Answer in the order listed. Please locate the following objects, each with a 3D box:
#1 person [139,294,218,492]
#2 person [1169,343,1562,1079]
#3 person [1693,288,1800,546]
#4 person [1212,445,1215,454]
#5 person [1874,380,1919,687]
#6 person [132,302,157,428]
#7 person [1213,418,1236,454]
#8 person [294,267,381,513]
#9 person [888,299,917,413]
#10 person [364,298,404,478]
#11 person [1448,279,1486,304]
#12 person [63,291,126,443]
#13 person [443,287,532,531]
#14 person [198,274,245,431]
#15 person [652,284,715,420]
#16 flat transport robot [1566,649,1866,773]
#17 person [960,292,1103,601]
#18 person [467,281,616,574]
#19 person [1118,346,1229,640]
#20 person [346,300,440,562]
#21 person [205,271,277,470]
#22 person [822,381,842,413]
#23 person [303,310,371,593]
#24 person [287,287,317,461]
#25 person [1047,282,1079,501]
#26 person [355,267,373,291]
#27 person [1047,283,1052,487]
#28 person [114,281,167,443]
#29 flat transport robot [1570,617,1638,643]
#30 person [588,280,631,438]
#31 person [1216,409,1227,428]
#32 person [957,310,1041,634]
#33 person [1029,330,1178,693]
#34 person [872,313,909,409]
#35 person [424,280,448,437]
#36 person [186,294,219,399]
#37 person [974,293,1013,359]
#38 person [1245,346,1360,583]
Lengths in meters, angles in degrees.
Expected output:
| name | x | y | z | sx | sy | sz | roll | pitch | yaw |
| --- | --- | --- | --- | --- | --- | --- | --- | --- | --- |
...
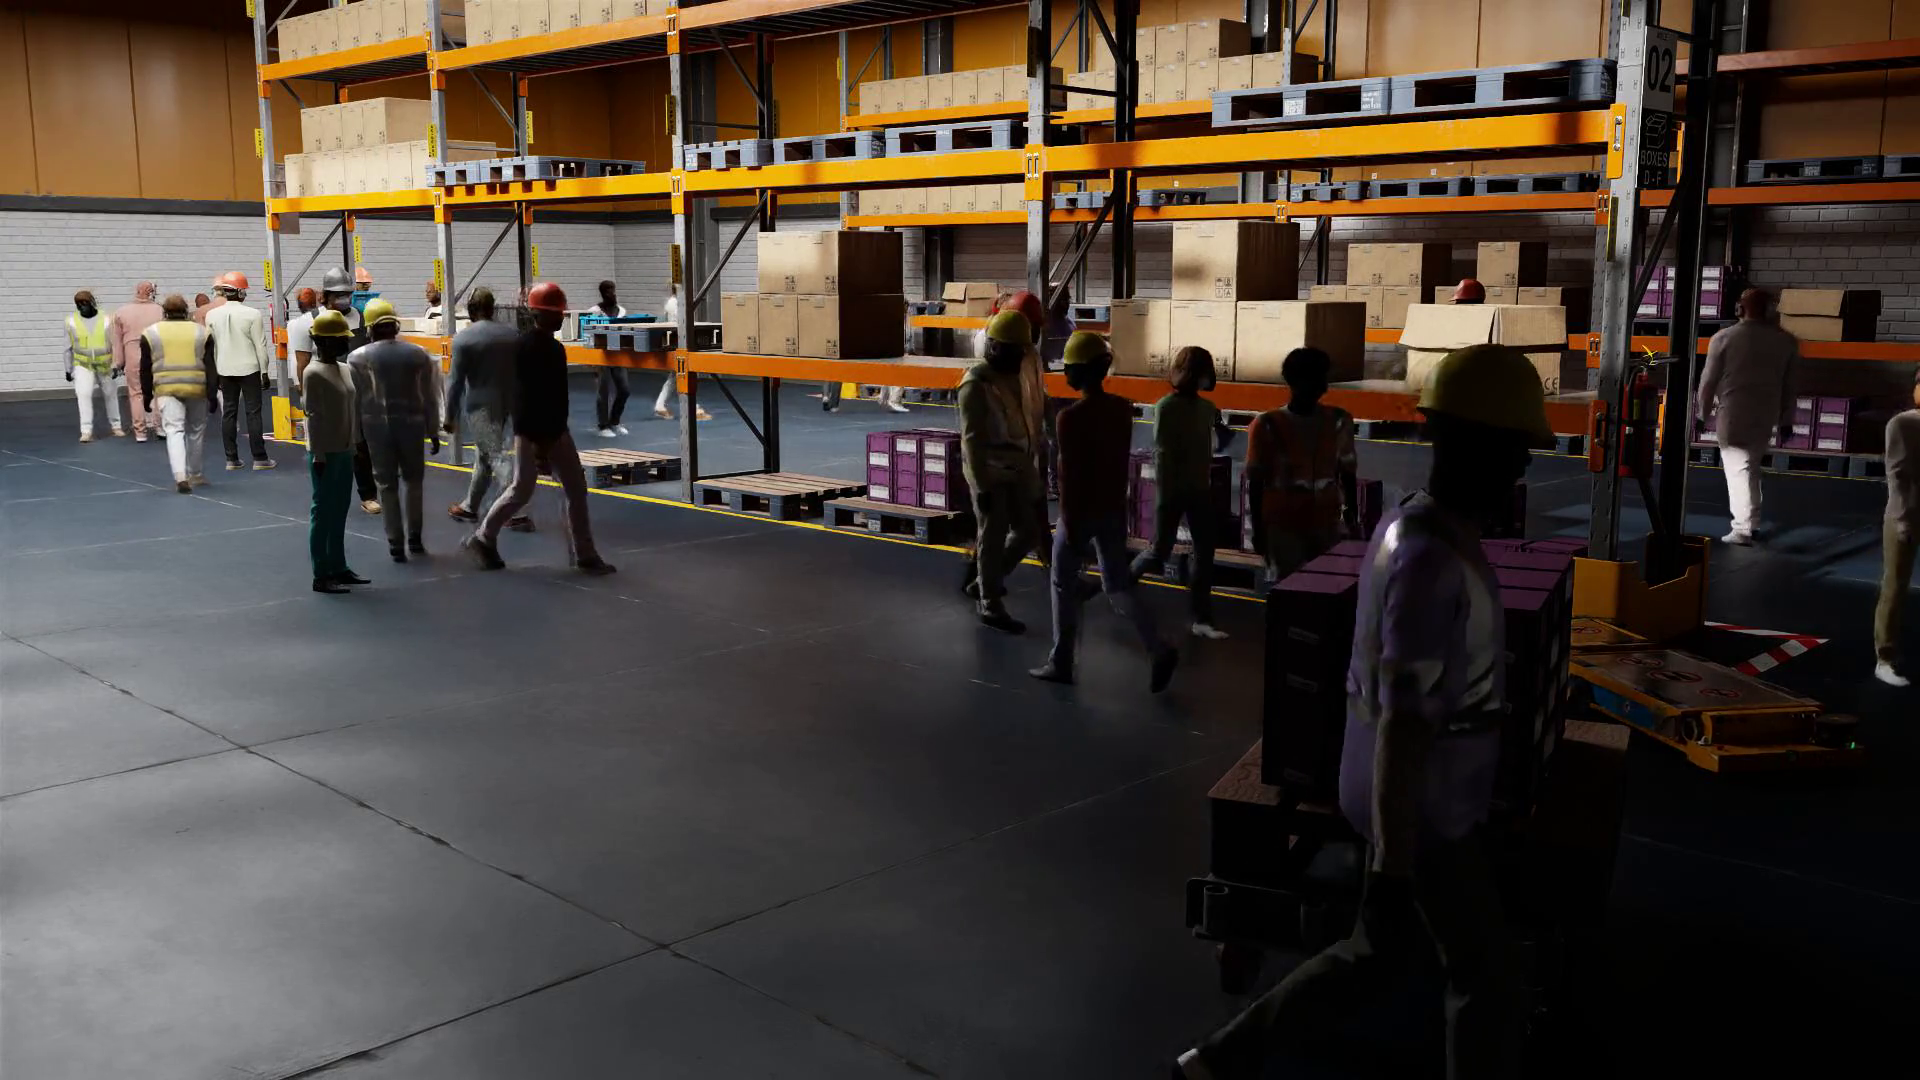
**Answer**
| name | x | y | z | sx | sy | sz | roll | pitch | yaw |
| --- | --- | --- | --- | --- | --- | --- | --- | --- | --- |
| person | -7.143 | -1.346 | 15.232 | 0.645 | 1.802 | 0.911 | -5 | 10 | -27 |
| person | 0.904 | 0.527 | 3.495 | 0.874 | 1.884 | 0.604 | 3 | 10 | 16 |
| person | 5.760 | -0.904 | 12.261 | 0.639 | 1.883 | 0.601 | -1 | 9 | -5 |
| person | 2.230 | -1.440 | 15.554 | 0.650 | 1.887 | 1.041 | -4 | 10 | -23 |
| person | 4.615 | -0.051 | 7.849 | 0.493 | 1.605 | 0.703 | 0 | 9 | -1 |
| person | -10.103 | -2.209 | 21.070 | 0.762 | 1.611 | 0.519 | -4 | 10 | -21 |
| person | 2.638 | -1.825 | 17.768 | 0.569 | 1.921 | 0.550 | 4 | 10 | 21 |
| person | -5.043 | -1.209 | 13.627 | 0.688 | 2.000 | 0.539 | -7 | 11 | -35 |
| person | -0.817 | -2.577 | 23.251 | 0.389 | 1.620 | 0.542 | 2 | 9 | 13 |
| person | -5.678 | -1.479 | 16.232 | 0.550 | 1.726 | 0.848 | -8 | 12 | -40 |
| person | 4.270 | -1.223 | 14.026 | 0.366 | 1.935 | 0.552 | 1 | 9 | 7 |
| person | -10.253 | -2.058 | 19.716 | 0.652 | 1.776 | 0.887 | -4 | 10 | -23 |
| person | -3.694 | -1.018 | 12.940 | 1.015 | 1.886 | 0.649 | 6 | 11 | 31 |
| person | -8.959 | -2.257 | 20.289 | 0.629 | 1.965 | 0.849 | -2 | 9 | -9 |
| person | -3.740 | -2.539 | 22.193 | 0.840 | 1.911 | 0.647 | -1 | 9 | -4 |
| flat transport robot | 3.185 | 0.708 | 7.280 | 0.652 | 0.197 | 1.431 | -2 | 9 | -9 |
| person | 0.409 | -0.552 | 10.085 | 0.982 | 1.879 | 0.549 | 3 | 10 | 20 |
| person | -2.827 | -0.735 | 11.018 | 1.001 | 1.952 | 0.597 | 4 | 10 | 21 |
| person | 1.177 | -0.275 | 9.216 | 0.498 | 1.611 | 0.720 | -8 | 12 | -39 |
| person | -3.982 | -0.769 | 11.646 | 0.604 | 1.801 | 0.726 | -4 | 10 | -25 |
| person | -7.254 | -1.699 | 16.764 | 0.611 | 1.996 | 0.378 | 1 | 9 | 4 |
| person | -1.718 | -2.682 | 23.369 | 0.562 | 1.812 | 0.422 | 1 | 9 | 7 |
| person | -3.922 | -0.556 | 10.466 | 0.326 | 1.767 | 0.533 | 1 | 9 | 5 |
| person | -6.654 | -1.702 | 17.275 | 0.572 | 1.849 | 0.880 | -8 | 12 | -40 |
| person | 0.854 | -1.313 | 14.665 | 0.411 | 1.911 | 0.643 | 7 | 12 | 39 |
| person | -7.565 | -2.432 | 21.117 | 0.379 | 2.041 | 0.616 | 4 | 10 | 21 |
| person | 0.754 | -1.443 | 15.405 | 0.370 | 1.929 | 0.585 | -4 | 10 | -22 |
| person | -9.543 | -2.089 | 19.519 | 0.658 | 1.871 | 0.760 | -3 | 10 | -15 |
| flat transport robot | 2.745 | 0.552 | 8.241 | 1.431 | 0.197 | 0.652 | -2 | 9 | -9 |
| person | -4.209 | -2.154 | 19.886 | 0.457 | 1.888 | 0.614 | 7 | 12 | 38 |
| person | 2.949 | -2.112 | 20.351 | 0.542 | 1.651 | 0.882 | -8 | 12 | -41 |
| person | 0.227 | -0.364 | 9.161 | 0.442 | 1.805 | 0.626 | 6 | 11 | 33 |
| person | 0.677 | -0.130 | 7.923 | 0.524 | 1.739 | 0.743 | -8 | 12 | -39 |
| person | -1.112 | -2.799 | 24.135 | 0.647 | 1.789 | 0.966 | -6 | 11 | -33 |
| person | -6.314 | -2.191 | 20.125 | 0.583 | 1.884 | 0.350 | 8 | 12 | 41 |
| person | -11.674 | -2.986 | 25.748 | 0.512 | 1.641 | 0.307 | -4 | 10 | -25 |
| person | 0.323 | -1.182 | 14.119 | 0.573 | 1.829 | 0.628 | -8 | 12 | -42 |
| person | 1.584 | -0.092 | 7.896 | 0.566 | 1.668 | 0.599 | -2 | 9 | -11 |
